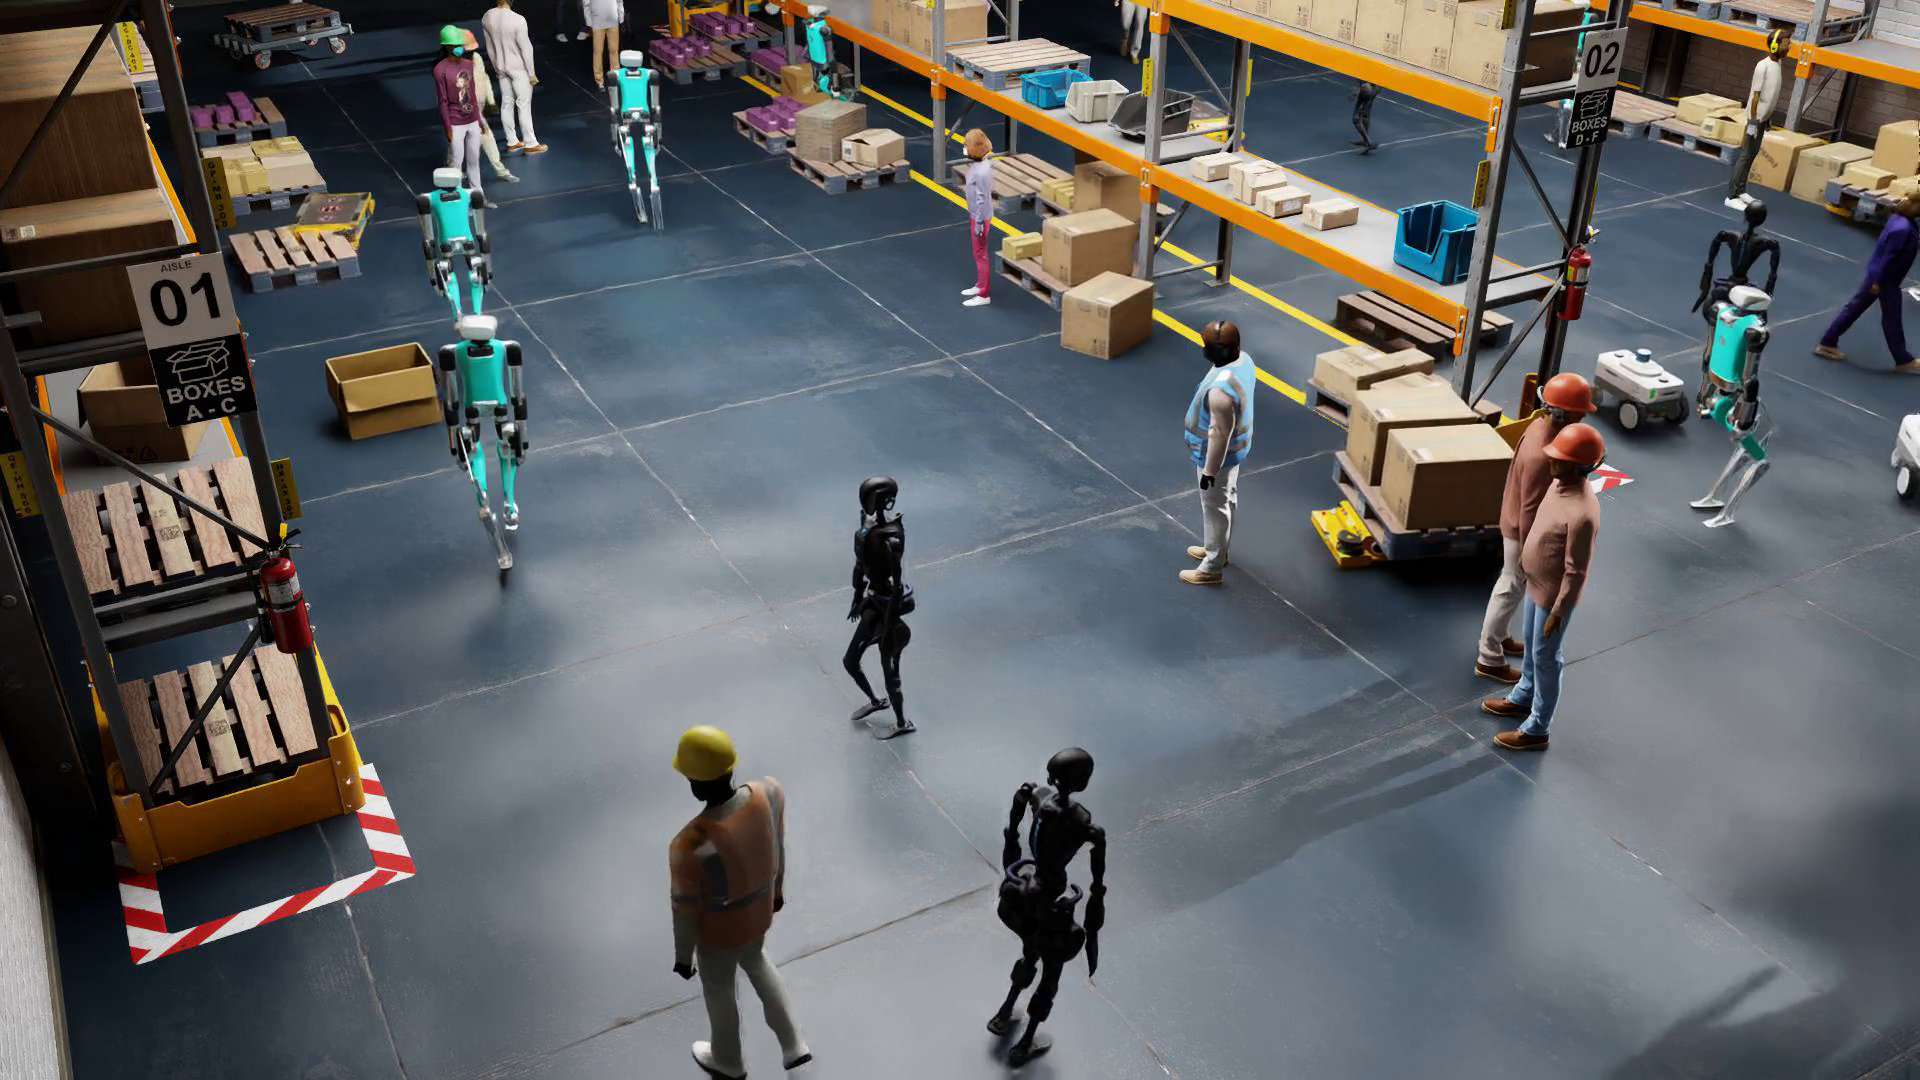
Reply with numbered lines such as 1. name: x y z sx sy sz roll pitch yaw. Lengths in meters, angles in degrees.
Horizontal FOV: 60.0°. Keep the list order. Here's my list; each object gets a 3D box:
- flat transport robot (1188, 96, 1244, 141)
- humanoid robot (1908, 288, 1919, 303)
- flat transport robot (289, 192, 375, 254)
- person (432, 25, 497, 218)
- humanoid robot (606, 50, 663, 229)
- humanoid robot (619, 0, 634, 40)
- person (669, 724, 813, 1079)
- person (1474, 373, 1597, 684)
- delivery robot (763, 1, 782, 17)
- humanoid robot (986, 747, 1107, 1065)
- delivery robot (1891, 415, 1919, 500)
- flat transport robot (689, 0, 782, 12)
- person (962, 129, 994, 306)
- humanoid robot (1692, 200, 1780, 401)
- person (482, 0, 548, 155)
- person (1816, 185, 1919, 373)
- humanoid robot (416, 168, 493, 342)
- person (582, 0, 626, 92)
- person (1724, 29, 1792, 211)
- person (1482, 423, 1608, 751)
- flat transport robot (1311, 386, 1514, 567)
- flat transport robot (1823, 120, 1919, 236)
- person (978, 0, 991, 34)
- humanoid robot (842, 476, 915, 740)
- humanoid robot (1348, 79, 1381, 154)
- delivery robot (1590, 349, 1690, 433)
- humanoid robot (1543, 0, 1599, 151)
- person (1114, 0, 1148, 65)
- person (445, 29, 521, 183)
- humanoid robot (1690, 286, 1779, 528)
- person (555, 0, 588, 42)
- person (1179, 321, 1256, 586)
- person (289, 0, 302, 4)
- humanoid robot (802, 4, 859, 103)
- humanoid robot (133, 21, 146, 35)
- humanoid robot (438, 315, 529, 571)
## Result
1. flat transport robot: 2.868 -5.160 20.393 0.659 0.231 1.431 -9 31 -16
2. humanoid robot: 8.838 -2.674 14.573 0.574 1.725 0.983 -2 30 -4
3. flat transport robot: -6.464 -3.278 17.116 0.659 0.231 1.431 -5 30 -8
4. person: -5.206 -4.375 17.339 0.417 1.953 0.488 19 35 30
5. humanoid robot: -3.263 -3.969 16.962 0.546 1.909 0.713 -7 31 -12
6. humanoid robot: -5.020 -8.071 24.049 0.589 1.654 0.450 -3 30 -5
7. person: -0.960 1.578 7.005 0.547 1.911 0.601 24 37 35
8. person: 3.395 -0.074 9.824 0.412 1.983 0.611 12 32 20
9. delivery robot: -2.713 -8.464 25.834 0.759 0.573 0.499 -5 30 -9
10. humanoid robot: 0.358 1.593 7.224 0.599 1.638 0.389 25 38 37
11. delivery robot: 7.151 -0.607 12.196 0.499 0.611 0.809 6 30 10
12. flat transport robot: -3.449 -8.356 25.955 1.431 0.231 0.659 -16 33 -25
13. person: 0.163 -2.941 15.167 0.283 1.628 0.503 -3 30 -4
14. humanoid robot: 6.218 -1.935 13.369 0.584 1.649 0.444 19 35 29
15. person: -5.146 -5.419 19.169 0.629 1.940 0.373 14 33 23
16. person: 7.788 -2.196 13.911 0.880 1.561 0.475 14 33 22
17. humanoid robot: -4.077 -2.133 13.673 0.540 1.741 1.037 -11 32 -19
18. person: -4.620 -6.759 21.683 0.562 1.752 0.333 -19 35 -29
19. person: 8.428 -4.422 17.497 0.329 1.876 0.507 23 37 35
20. person: 3.270 0.256 9.231 0.374 1.997 0.617 3 30 4
21. flat transport robot: 3.239 -0.093 11.571 1.431 0.231 0.659 -4 30 -6
22. flat transport robot: 9.827 -3.350 17.241 0.659 0.231 1.431 -16 33 -25
23. person: 0.198 -6.722 21.470 0.413 1.908 0.641 -10 31 -17
24. humanoid robot: -0.444 0.402 9.297 0.365 1.653 0.588 -14 33 -22
25. humanoid robot: 4.762 -5.306 19.237 0.402 1.636 0.601 15 33 24
26. delivery robot: 5.403 -1.219 13.250 0.499 0.601 0.805 -10 31 -17
27. humanoid robot: 7.091 -5.329 19.260 0.537 1.782 1.025 0 30 -1
28. person: 2.419 -7.519 22.881 0.580 1.879 0.478 -1 30 -1
29. person: -5.397 -4.785 18.299 0.898 1.697 0.547 5 30 8
30. humanoid robot: 5.465 -0.930 11.532 0.718 1.766 0.538 -6 30 -11
31. person: -5.691 -8.164 24.045 0.516 1.837 0.381 -8 31 -14
32. person: 1.665 -0.565 10.823 0.431 1.838 0.620 10 31 17
33. person: -9.848 -8.426 24.515 0.430 1.830 0.633 -12 32 -19
34. humanoid robot: -1.368 -5.292 19.156 0.863 1.781 0.599 -19 35 -29
35. humanoid robot: -11.001 -6.860 21.953 0.532 1.644 0.596 23 37 34
36. humanoid robot: -3.080 -0.572 10.963 0.554 1.738 1.058 -9 31 -15
